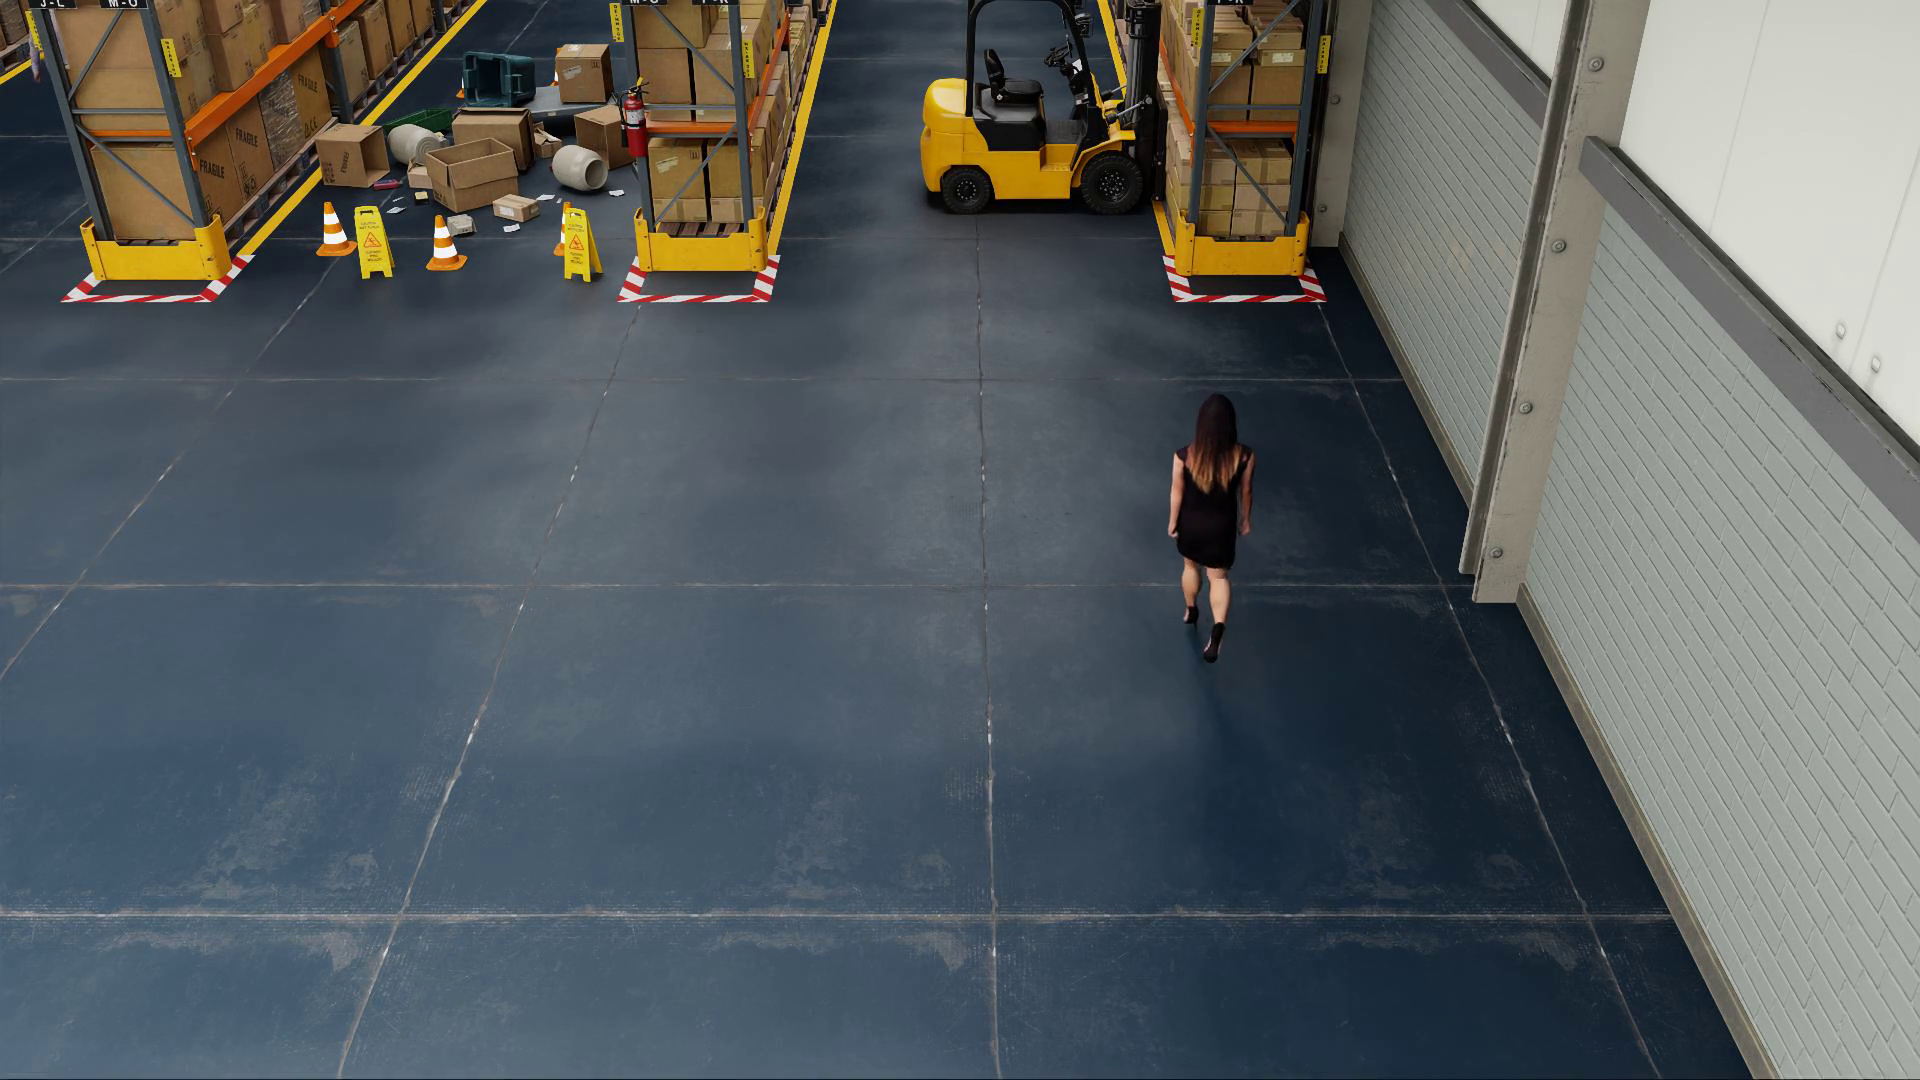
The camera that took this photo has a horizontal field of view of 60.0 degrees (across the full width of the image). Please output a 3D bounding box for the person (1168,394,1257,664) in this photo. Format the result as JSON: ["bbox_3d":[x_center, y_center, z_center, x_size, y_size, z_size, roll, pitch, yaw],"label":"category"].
[{"bbox_3d":[1.480,-0.029,9.866,0.662,1.691,0.981,1,32,1],"label":"person"}]

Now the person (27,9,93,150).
[{"bbox_3d":[-9.489,-5.075,17.740,0.742,1.824,0.972,2,32,3],"label":"person"}]
